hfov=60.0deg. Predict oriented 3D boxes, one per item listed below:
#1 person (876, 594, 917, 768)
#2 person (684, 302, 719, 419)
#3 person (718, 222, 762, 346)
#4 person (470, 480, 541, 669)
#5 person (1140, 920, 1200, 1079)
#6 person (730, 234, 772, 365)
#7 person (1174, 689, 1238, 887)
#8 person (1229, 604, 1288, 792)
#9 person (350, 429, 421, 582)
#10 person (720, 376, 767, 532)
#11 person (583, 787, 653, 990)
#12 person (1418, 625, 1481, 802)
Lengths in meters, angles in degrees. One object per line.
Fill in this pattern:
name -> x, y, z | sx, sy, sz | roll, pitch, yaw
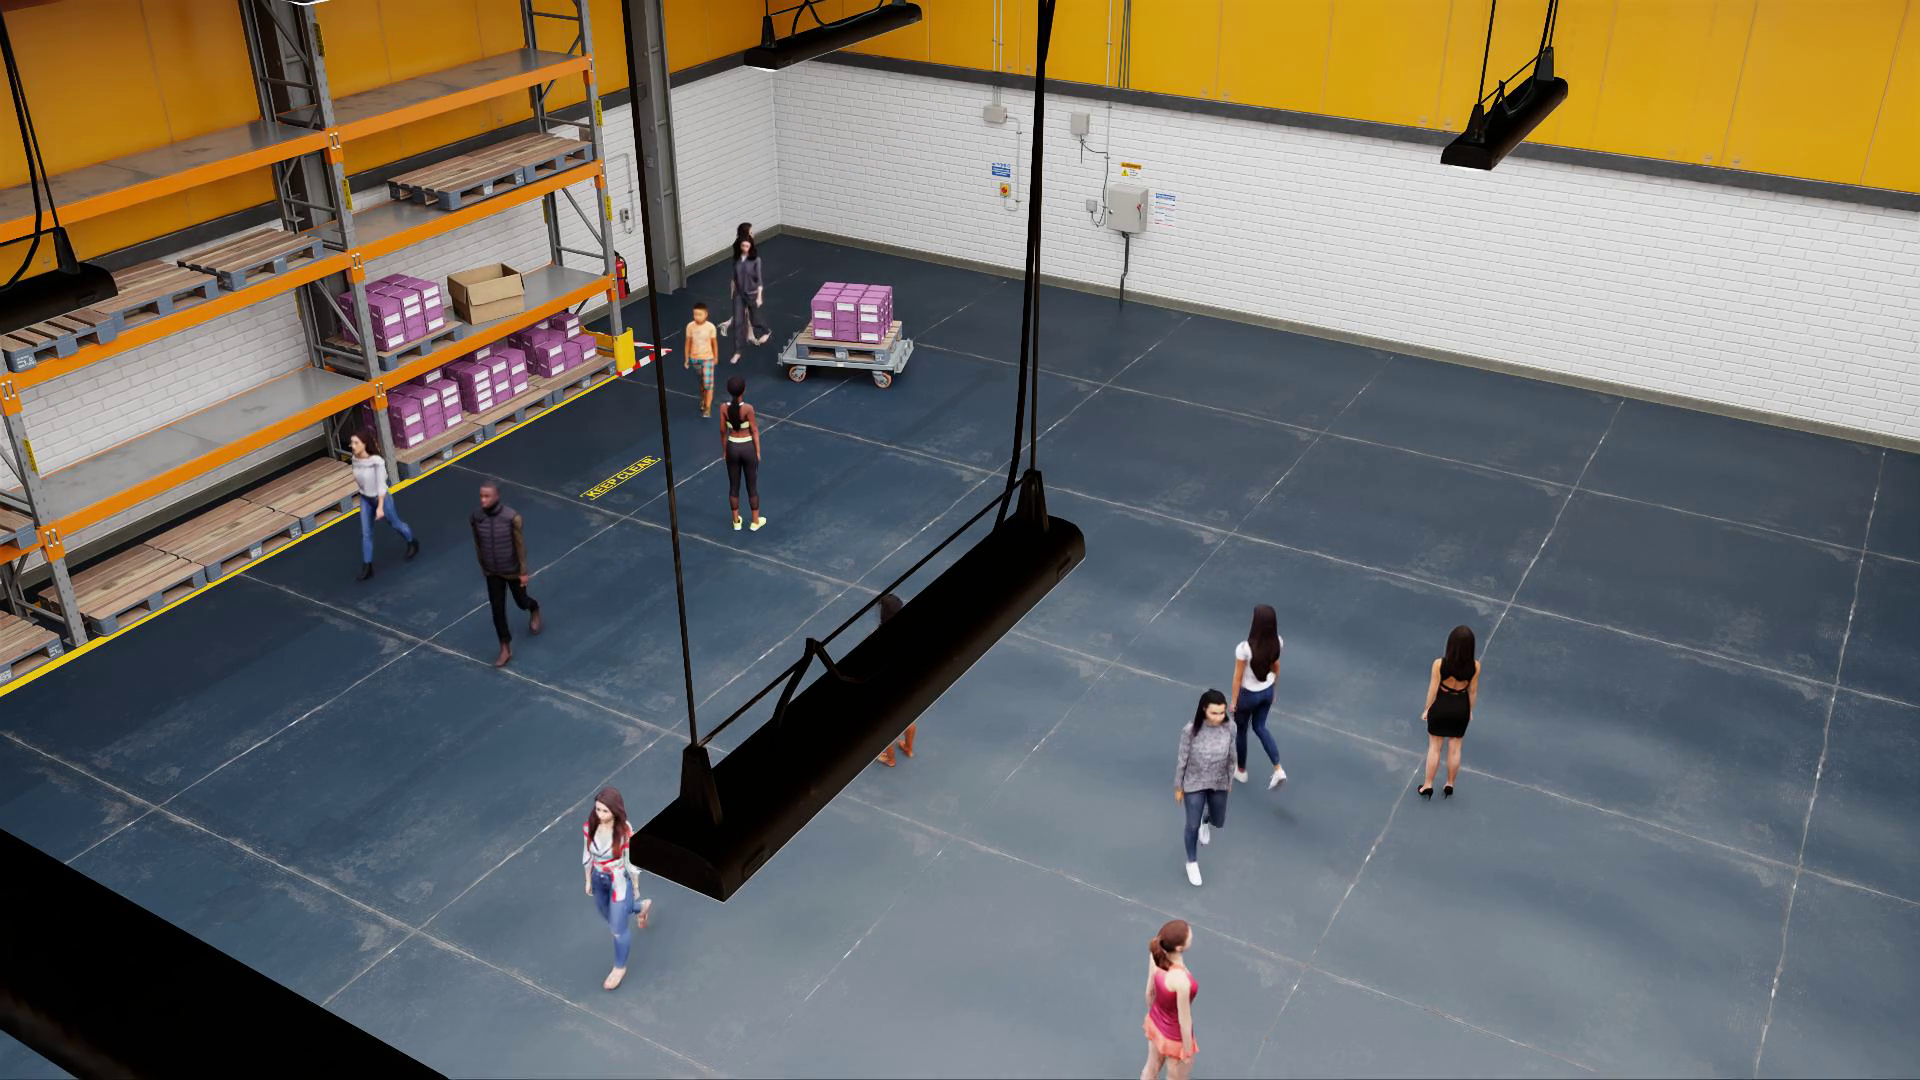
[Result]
person -> -0.555, 1.175, 14.081 | 0.605, 1.645, 0.776 | -21, 35, -33
person -> -3.184, -2.267, 20.615 | 0.808, 1.430, 1.030 | 2, 29, 4
person -> -2.979, -3.439, 22.461 | 0.894, 1.719, 0.865 | -2, 29, -4
person -> -4.226, 0.244, 15.611 | 0.958, 1.814, 1.210 | 4, 29, 8
person -> 1.318, 3.084, 10.469 | 0.683, 1.753, 0.655 | -16, 32, -26
person -> -2.767, -3.263, 22.131 | 0.745, 1.726, 1.088 | 13, 31, 22
person -> 1.868, 1.817, 12.827 | 0.864, 1.718, 0.956 | -2, 29, -3
person -> 2.474, 1.337, 13.664 | 0.946, 1.758, 0.923 | -15, 32, -25
person -> -5.913, -0.418, 17.058 | 0.695, 1.589, 1.095 | 12, 31, 21
person -> -2.344, -0.919, 17.804 | 0.632, 1.756, 0.628 | 3, 29, 6
person -> -2.436, 2.397, 11.888 | 0.637, 1.599, 0.942 | 12, 31, 21
person -> 4.008, 1.425, 13.617 | 0.621, 1.650, 0.617 | 1, 29, 3
